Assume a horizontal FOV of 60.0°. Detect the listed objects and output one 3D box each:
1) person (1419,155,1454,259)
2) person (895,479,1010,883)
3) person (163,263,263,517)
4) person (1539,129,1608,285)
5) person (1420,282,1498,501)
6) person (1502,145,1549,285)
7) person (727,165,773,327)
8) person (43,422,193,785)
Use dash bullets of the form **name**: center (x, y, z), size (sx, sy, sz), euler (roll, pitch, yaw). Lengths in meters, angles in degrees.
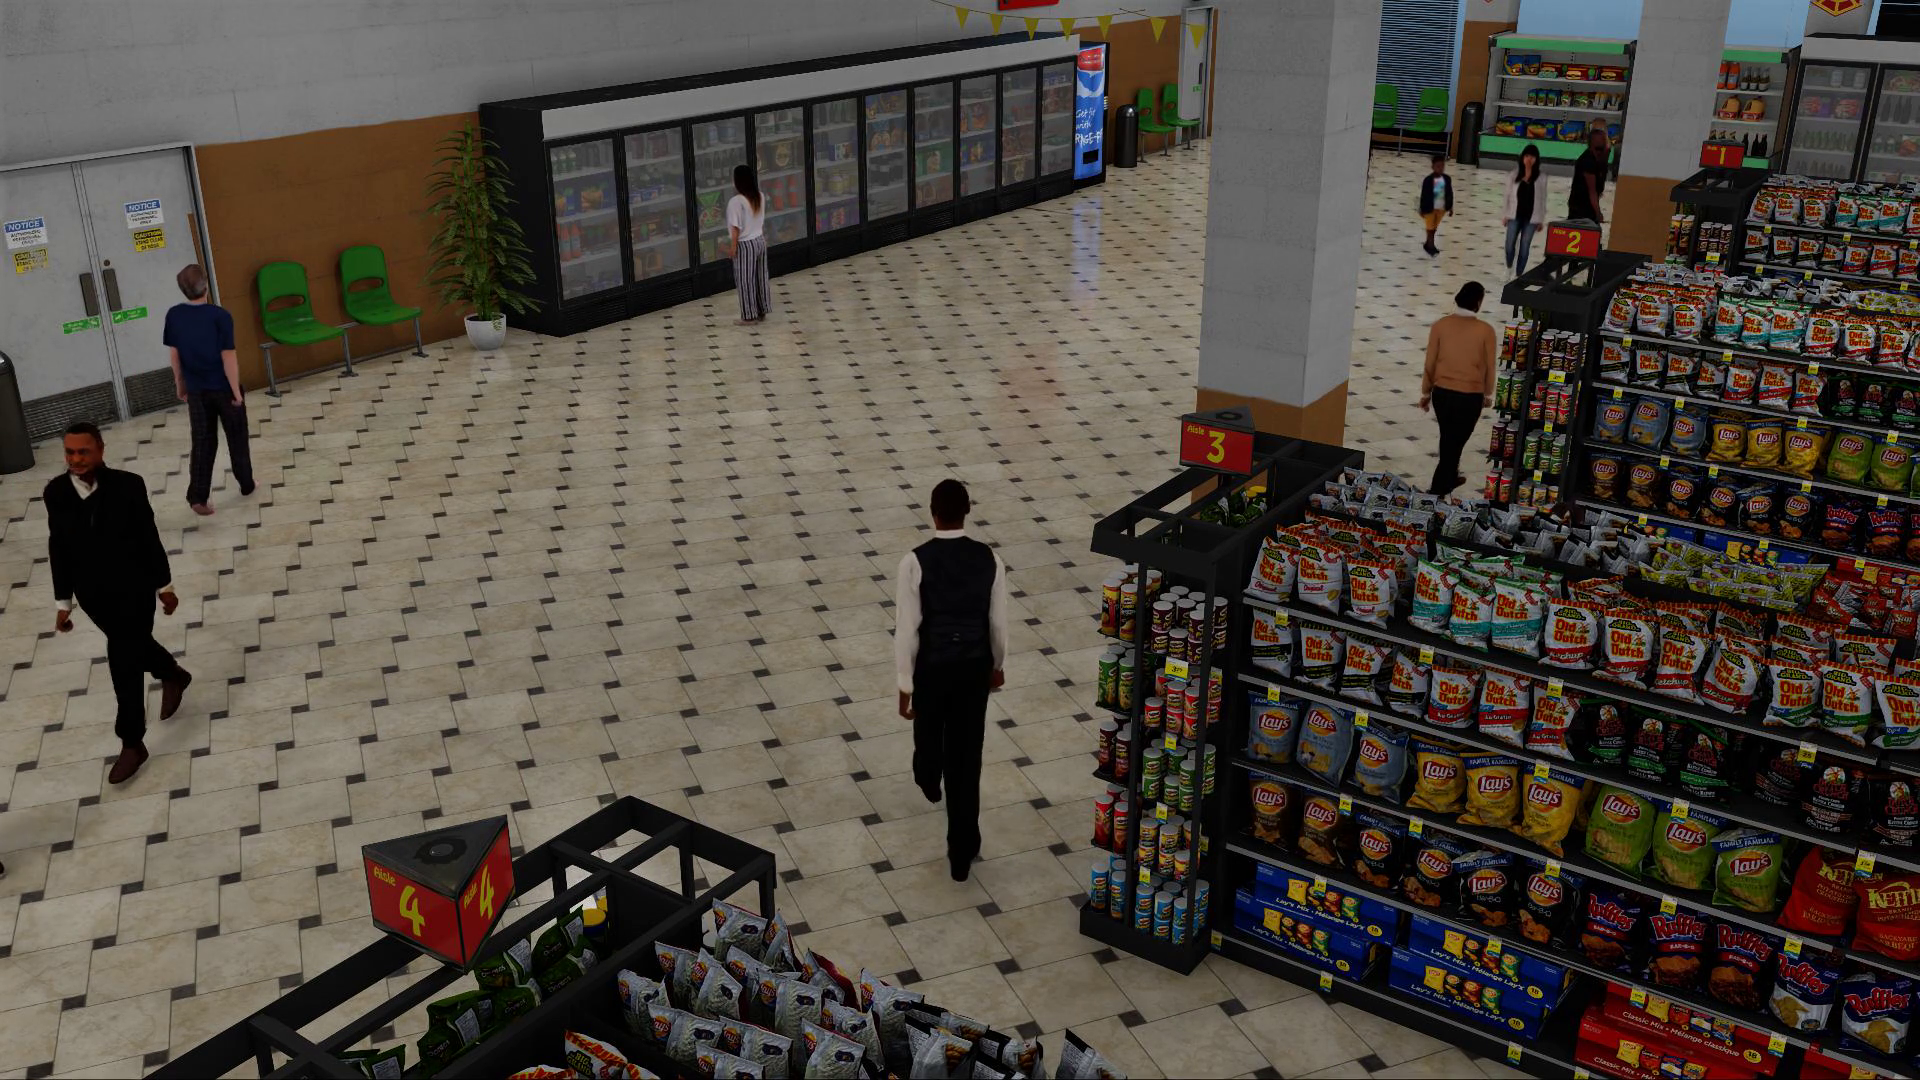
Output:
- **person**: center (5.888, -4.145, 20.669), size (0.865, 1.241, 0.909), euler (-3, 22, -7)
- **person**: center (-0.025, 0.692, 7.793), size (1.260, 1.865, 1.306), euler (-3, 22, -8)
- **person**: center (-5.533, -1.069, 12.220), size (1.175, 1.831, 1.162), euler (-2, 22, -4)
- **person**: center (6.991, -3.747, 18.966), size (1.222, 1.772, 0.778), euler (12, 25, 27)
- **person**: center (3.617, -0.991, 12.190), size (1.146, 1.710, 0.785), euler (17, 27, 35)
- **person**: center (6.466, -3.709, 19.065), size (0.643, 1.628, 0.759), euler (7, 23, 16)
- **person**: center (-2.226, -3.105, 17.492), size (0.621, 1.680, 0.684), euler (13, 25, 29)
- **person**: center (-4.466, 0.248, 8.911), size (1.298, 1.855, 1.209), euler (0, 22, 1)
